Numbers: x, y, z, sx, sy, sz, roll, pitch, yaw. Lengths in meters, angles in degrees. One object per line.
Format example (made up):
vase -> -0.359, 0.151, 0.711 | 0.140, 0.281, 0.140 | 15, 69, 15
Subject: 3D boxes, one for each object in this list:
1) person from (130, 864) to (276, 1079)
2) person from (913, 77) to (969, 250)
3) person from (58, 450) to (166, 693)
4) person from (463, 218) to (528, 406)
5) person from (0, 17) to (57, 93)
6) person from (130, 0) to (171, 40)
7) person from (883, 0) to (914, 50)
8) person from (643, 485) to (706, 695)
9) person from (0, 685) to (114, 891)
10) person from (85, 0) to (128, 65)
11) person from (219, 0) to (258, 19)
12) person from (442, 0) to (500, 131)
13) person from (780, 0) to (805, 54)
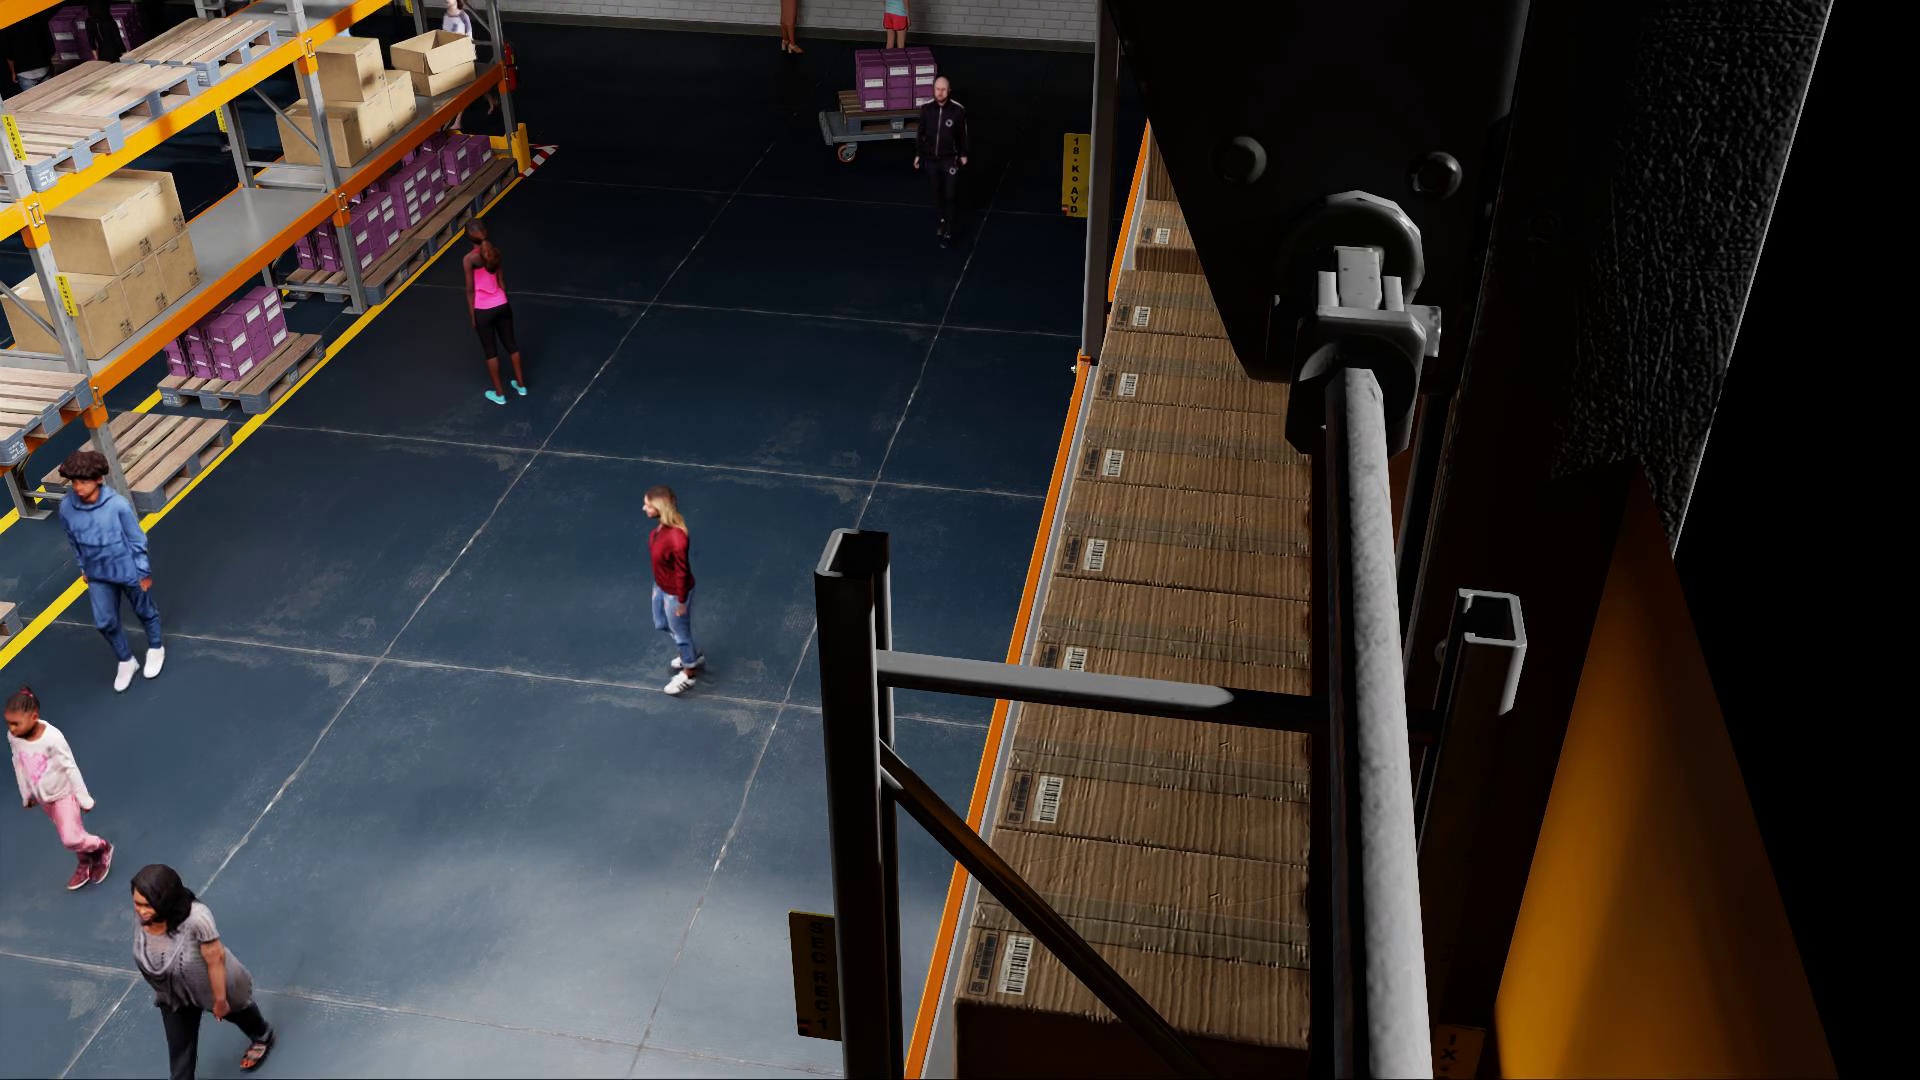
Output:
person -> -3.883, 2.205, 8.573 | 0.680, 1.569, 1.004 | 8, 34, 12
person -> -0.170, -4.109, 17.864 | 0.762, 1.799, 1.105 | 10, 35, 14
person -> -5.798, 0.137, 11.477 | 0.770, 1.798, 0.770 | -2, 34, -3
person -> -4.171, -2.045, 14.832 | 0.708, 1.719, 0.627 | 27, 42, 35
person -> -11.396, -5.819, 20.422 | 0.750, 1.815, 0.846 | -28, 43, -35
person -> -10.992, -7.413, 22.803 | 0.746, 1.834, 0.947 | 6, 34, 9
person -> -0.850, -7.019, 22.272 | 0.697, 1.765, 0.724 | 24, 41, 32
person -> -1.940, 0.321, 11.350 | 0.781, 1.631, 0.707 | -14, 36, -20
person -> -5.311, 1.429, 9.855 | 0.595, 1.442, 0.586 | 9, 35, 14
person -> -10.373, -5.790, 20.389 | 0.605, 1.803, 0.488 | 7, 34, 10
person -> -9.699, -7.075, 22.343 | 0.726, 1.779, 1.205 | 2, 34, 3
person -> -6.188, -6.070, 20.878 | 0.943, 1.729, 1.225 | 23, 40, 30
person -> -2.425, -7.789, 23.368 | 0.713, 1.834, 0.636 | -18, 37, -24
